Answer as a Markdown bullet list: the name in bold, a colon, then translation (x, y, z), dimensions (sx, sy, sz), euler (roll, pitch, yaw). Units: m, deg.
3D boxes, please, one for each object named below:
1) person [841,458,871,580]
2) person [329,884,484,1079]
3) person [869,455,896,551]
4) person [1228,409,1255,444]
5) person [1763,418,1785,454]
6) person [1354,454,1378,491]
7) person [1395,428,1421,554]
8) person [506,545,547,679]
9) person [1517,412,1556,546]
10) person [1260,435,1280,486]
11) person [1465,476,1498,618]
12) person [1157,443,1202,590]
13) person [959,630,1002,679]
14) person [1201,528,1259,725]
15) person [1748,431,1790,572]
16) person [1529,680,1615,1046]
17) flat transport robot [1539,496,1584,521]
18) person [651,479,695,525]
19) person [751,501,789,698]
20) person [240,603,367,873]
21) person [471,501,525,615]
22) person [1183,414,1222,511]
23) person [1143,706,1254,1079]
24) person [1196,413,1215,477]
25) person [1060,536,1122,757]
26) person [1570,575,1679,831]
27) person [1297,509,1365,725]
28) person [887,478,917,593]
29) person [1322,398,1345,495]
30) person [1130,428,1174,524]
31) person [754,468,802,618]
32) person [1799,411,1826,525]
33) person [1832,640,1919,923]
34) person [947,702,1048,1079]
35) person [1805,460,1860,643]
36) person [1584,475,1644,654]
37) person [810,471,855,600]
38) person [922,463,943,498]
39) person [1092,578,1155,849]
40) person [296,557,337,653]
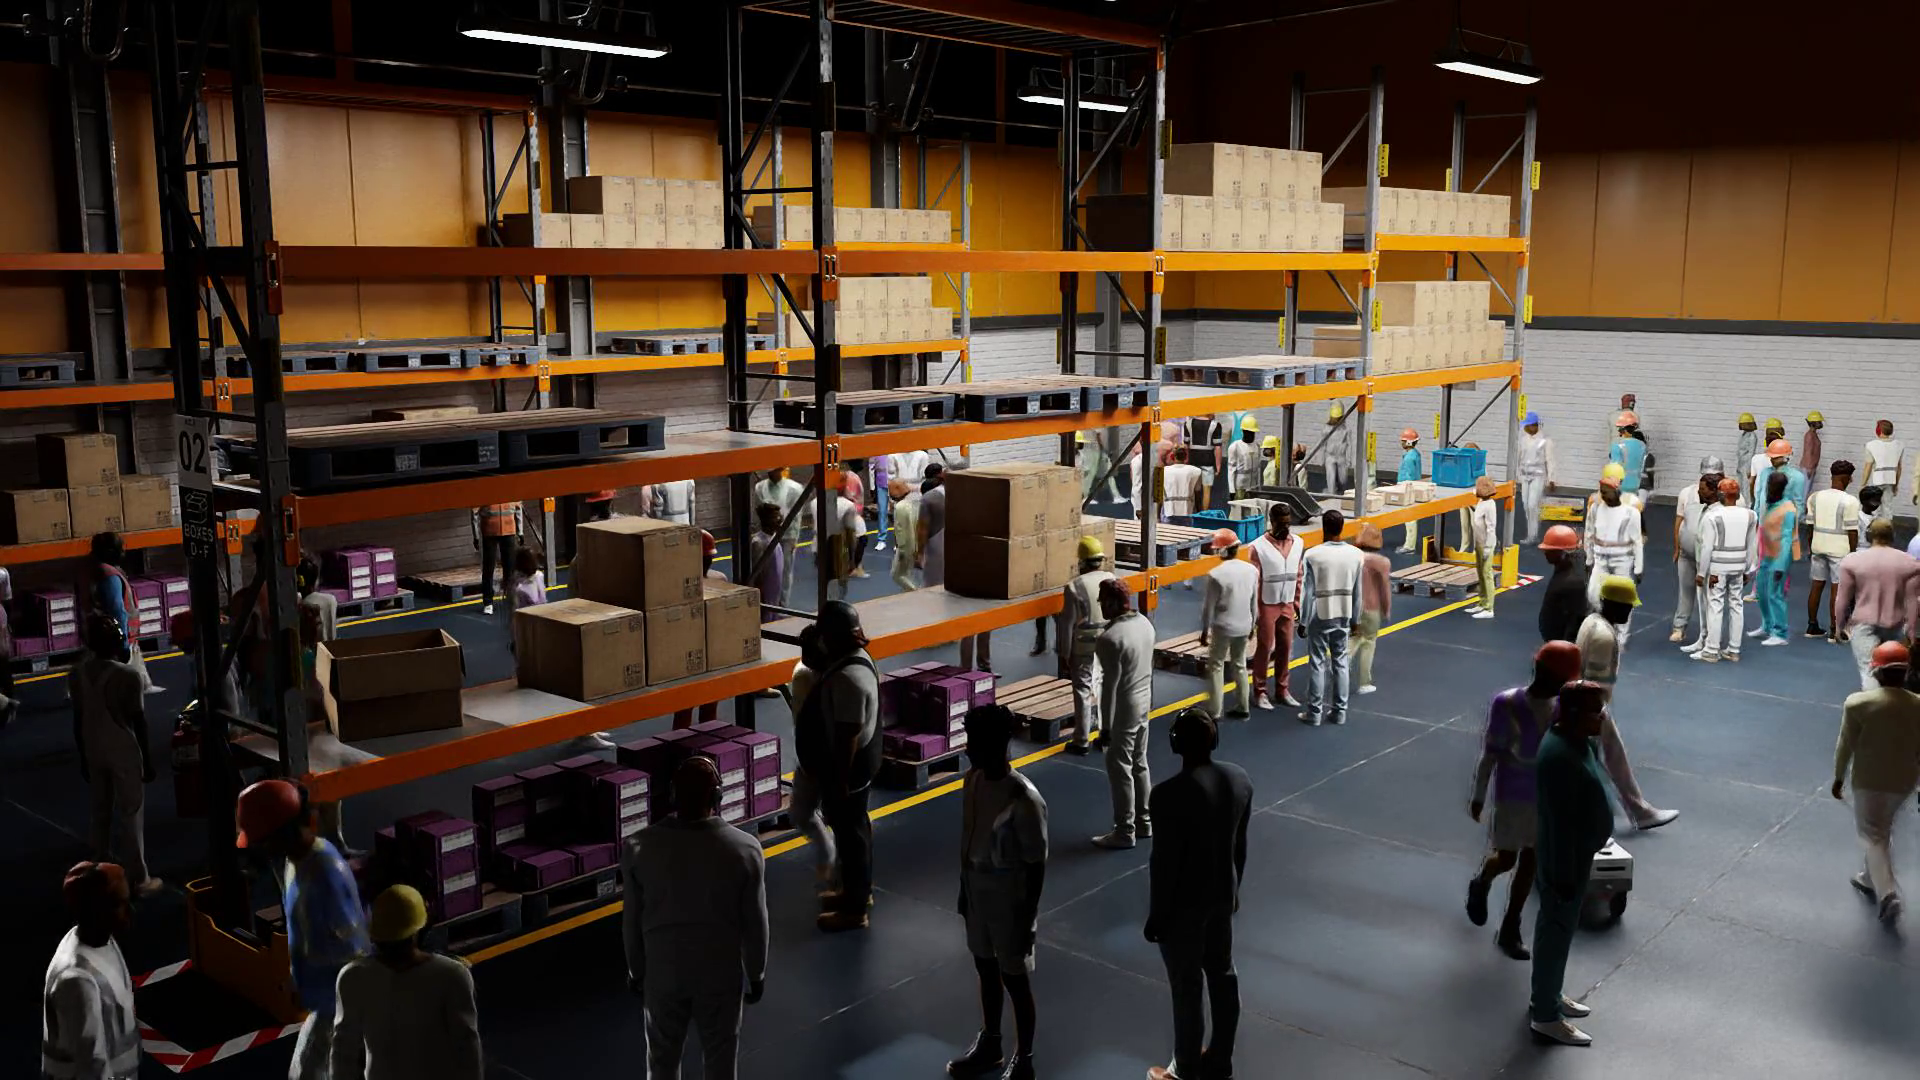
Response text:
- **person**: translation (-1.321, -0.315, 21.253), dimensions (0.543, 1.674, 0.559), euler (-1, 10, -8)
- **person**: translation (-2.127, 2.154, 6.337), dimensions (0.538, 1.728, 0.854), euler (1, 10, 4)
- **person**: translation (-1.002, -0.791, 23.388), dimensions (0.581, 1.919, 0.400), euler (2, 10, 9)
- **person**: translation (4.777, -1.547, 28.161), dimensions (0.500, 1.828, 0.432), euler (6, 11, 30)
- **person**: translation (12.183, -0.968, 24.976), dimensions (0.321, 1.737, 0.485), euler (8, 12, 40)
- **person**: translation (5.750, -0.690, 23.594), dimensions (0.315, 1.641, 0.515), euler (8, 12, 38)
- **person**: translation (6.257, -0.684, 23.222), dimensions (0.329, 1.753, 0.560), euler (4, 10, 21)
- **person**: translation (-3.835, 0.824, 14.593), dimensions (0.541, 1.619, 0.564), euler (3, 10, 16)
- **person**: translation (8.172, -0.871, 23.885), dimensions (0.663, 1.905, 0.651), euler (-6, 11, -30)
- **person**: translation (4.150, -0.514, 22.199), dimensions (0.337, 1.762, 0.523), euler (1, 10, 5)
- **person**: translation (5.990, 0.078, 19.033), dimensions (0.277, 1.632, 0.502), euler (1, 10, 5)
- **person**: translation (2.705, -0.283, 20.590), dimensions (0.560, 1.836, 0.393), euler (1, 10, 5)
- **person**: translation (0.176, 0.467, 16.127), dimensions (0.387, 1.833, 0.565), euler (7, 12, 37)
- **person**: translation (2.373, 0.755, 14.669), dimensions (0.618, 1.739, 0.375), euler (-6, 11, -33)
- **person**: translation (10.581, -0.494, 21.746), dimensions (0.328, 1.872, 0.515), euler (-8, 13, -41)
- **person**: translation (3.215, 1.663, 8.755), dimensions (0.407, 1.906, 0.654), euler (4, 10, 20)
- **flat transport robot**: translation (9.636, -0.512, 26.616), dimensions (0.652, 0.197, 1.431), euler (4, 10, 20)
- **person**: translation (-3.335, -0.120, 19.297), dimensions (0.548, 1.942, 0.347), euler (-7, 12, -37)
- **person**: translation (-1.803, 0.545, 15.609), dimensions (0.332, 1.844, 0.508), euler (2, 10, 13)
- **person**: translation (-4.380, 1.325, 11.024), dimensions (0.572, 1.827, 0.731), euler (7, 12, 35)
- **person**: translation (-5.336, -0.102, 19.231), dimensions (0.595, 1.925, 0.374), euler (-5, 11, -28)
- **person**: translation (3.716, -1.188, 25.430), dimensions (0.611, 2.030, 0.410), euler (5, 11, 26)
- **person**: translation (1.145, 1.758, 8.104), dimensions (0.629, 1.937, 0.379), euler (-7, 12, -35)
- **person**: translation (4.630, -2.038, 31.301), dimensions (0.336, 1.761, 0.526), euler (9, 13, 43)
- **person**: translation (1.081, 0.873, 13.728), dimensions (0.597, 1.824, 0.403), euler (-5, 11, -29)
- **person**: translation (4.606, 1.161, 11.924), dimensions (1.083, 1.848, 0.626), euler (2, 10, 12)
- **person**: translation (3.253, 0.685, 14.603), dimensions (0.599, 1.909, 0.401), euler (-3, 10, -18)
- **person**: translation (-0.626, 0.096, 18.972), dimensions (0.424, 1.609, 0.533), euler (1, 10, 9)
- **person**: translation (6.513, -1.778, 29.037), dimensions (0.396, 1.992, 0.619), euler (3, 10, 16)
- **person**: translation (2.647, -0.745, 22.864), dimensions (0.612, 1.997, 0.375), euler (1, 10, 8)
- **person**: translation (-2.075, -0.044, 18.908), dimensions (0.602, 1.920, 0.490), euler (2, 10, 10)
- **person**: translation (13.172, -1.116, 25.757), dimensions (0.305, 1.772, 0.522), euler (6, 11, 31)
- **person**: translation (5.776, 1.489, 10.357), dimensions (0.558, 1.720, 0.810), euler (1, 10, 5)
- **person**: translation (0.181, 1.742, 8.108), dimensions (0.365, 1.963, 0.610), euler (-6, 11, -32)
- **person**: translation (9.366, 0.115, 17.839), dimensions (0.374, 1.959, 0.603), euler (-4, 10, -24)
- **person**: translation (6.791, 0.251, 17.283), dimensions (0.436, 1.868, 0.696), euler (-8, 12, -38)
- **person**: translation (-1.424, 0.172, 17.938), dimensions (0.585, 1.813, 0.671), euler (6, 11, 33)
- **person**: translation (-0.311, -0.078, 19.772), dimensions (0.315, 1.695, 0.541), euler (1, 10, 7)
- **person**: translation (1.110, 1.199, 11.598), dimensions (0.394, 1.892, 0.635), euler (6, 11, 32)
- **person**: translation (-4.902, 1.041, 12.625), dimensions (0.334, 1.860, 0.509), euler (3, 10, 17)
